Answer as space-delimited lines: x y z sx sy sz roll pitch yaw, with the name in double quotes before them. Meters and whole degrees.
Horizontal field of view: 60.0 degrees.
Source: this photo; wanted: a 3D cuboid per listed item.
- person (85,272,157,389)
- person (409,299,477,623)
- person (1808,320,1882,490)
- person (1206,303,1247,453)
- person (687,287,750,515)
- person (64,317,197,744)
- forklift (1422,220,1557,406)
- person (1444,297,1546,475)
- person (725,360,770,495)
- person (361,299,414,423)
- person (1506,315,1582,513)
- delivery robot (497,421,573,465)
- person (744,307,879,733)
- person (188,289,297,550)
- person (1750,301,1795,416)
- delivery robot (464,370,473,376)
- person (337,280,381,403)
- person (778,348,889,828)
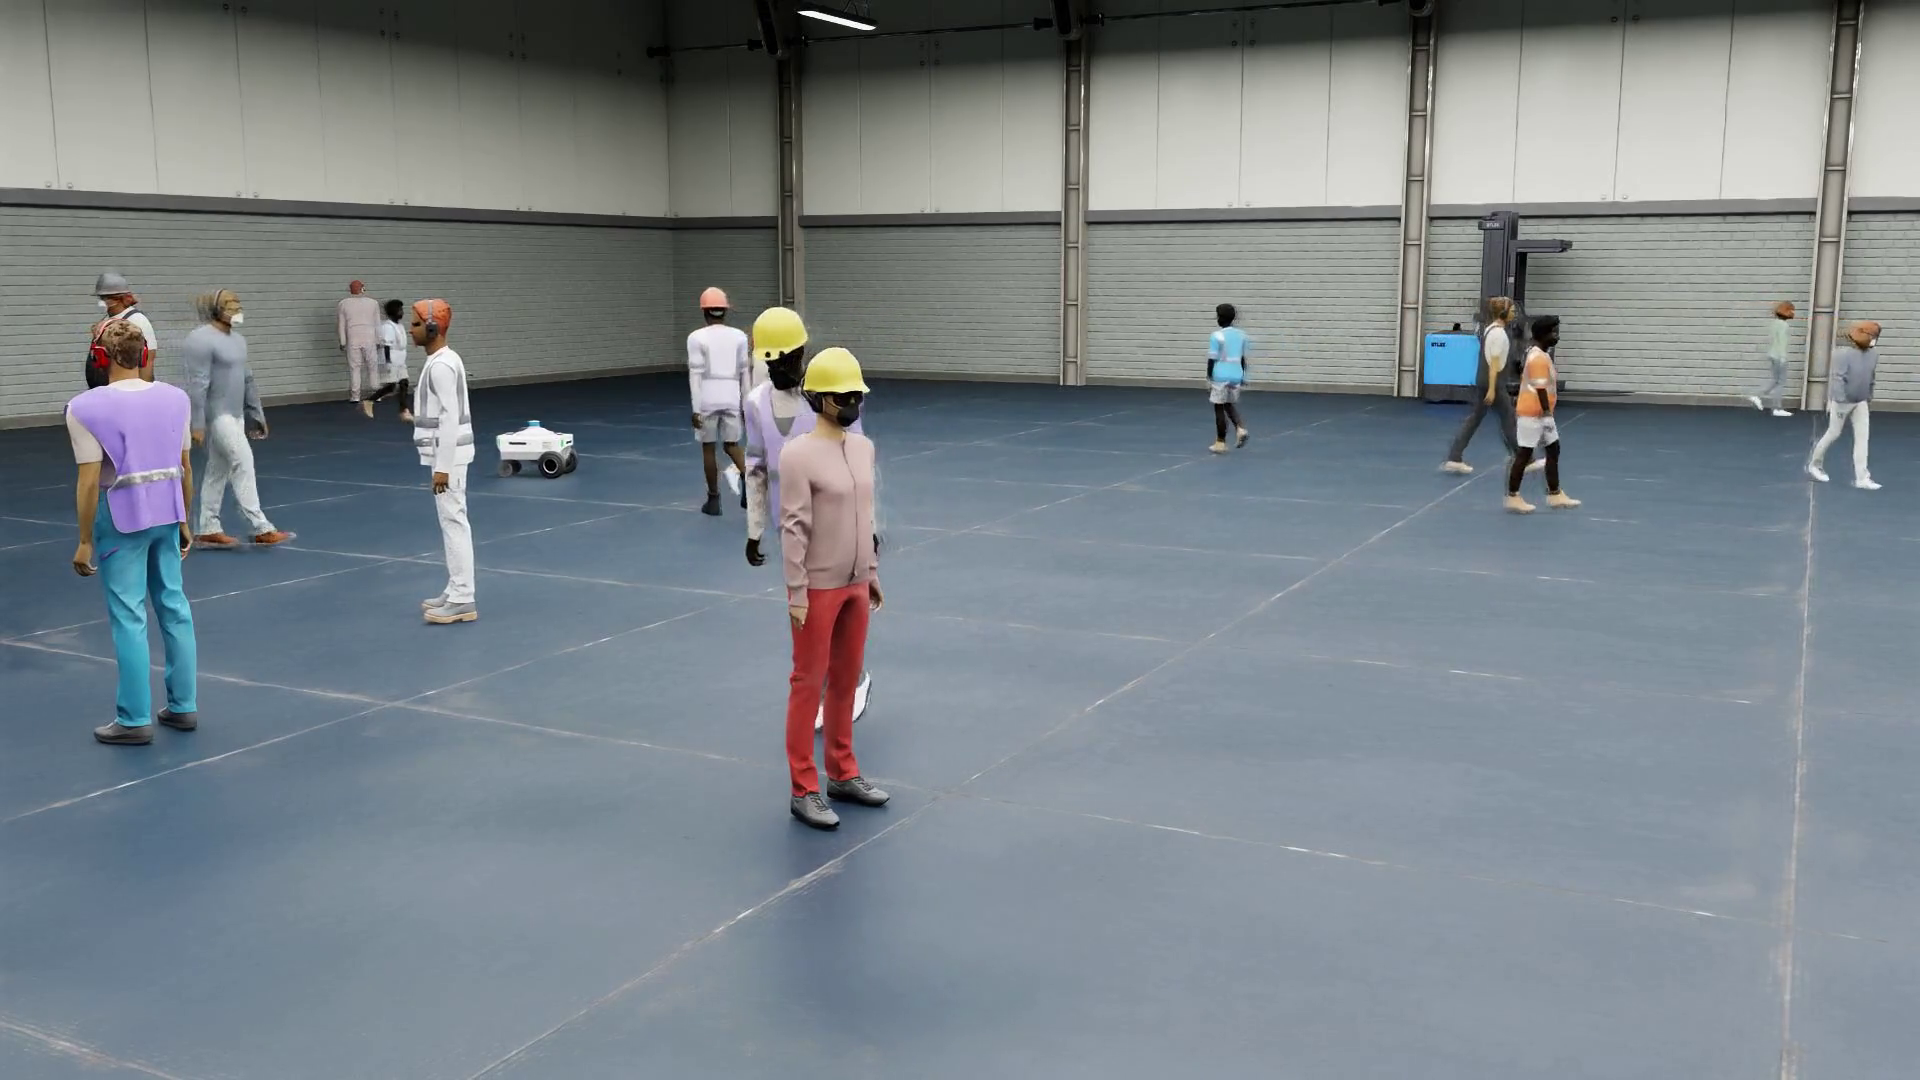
"person" -7.472 -1.336 14.791 0.687 2.000 0.535 7 11 36
"person" -3.034 -0.465 9.772 0.356 1.881 0.575 -3 10 -16
"person" 8.537 -1.314 15.959 0.505 1.594 0.852 -2 9 -14
"person" 2.991 -1.818 18.699 0.552 1.684 0.395 -6 11 -33
"person" -1.991 -1.154 13.948 0.547 1.919 0.637 -6 11 -31
"person" -3.593 -0.041 7.270 0.389 1.846 0.566 4 10 26
"forklift" 8.245 -3.527 25.720 1.873 2.768 1.129 5 10 27
"person" 5.400 -1.543 16.723 1.054 1.782 0.537 0 9 -1
"person" -1.764 -1.128 14.744 0.683 1.602 0.514 2 9 9
"person" -7.720 -2.417 22.472 0.653 1.674 0.540 1 9 5
"person" 4.975 -1.049 14.002 0.720 1.667 0.557 4 10 22
"delivery robot" -4.276 -0.959 16.742 0.707 0.478 0.477 1 9 5
"person" -0.693 -0.076 7.340 0.634 1.887 0.468 6 11 31
"person" -5.252 -0.873 12.198 0.885 1.905 0.661 0 9 1
"person" 11.560 -2.573 23.567 0.471 1.621 0.523 2 9 12
"delivery robot" -8.369 -2.793 27.255 0.698 0.223 0.335 -5 11 -28
"person" -9.341 -3.089 25.902 0.643 1.902 0.399 -4 10 -25
"person" -0.465 0.167 6.232 0.310 1.768 0.533 6 11 32
